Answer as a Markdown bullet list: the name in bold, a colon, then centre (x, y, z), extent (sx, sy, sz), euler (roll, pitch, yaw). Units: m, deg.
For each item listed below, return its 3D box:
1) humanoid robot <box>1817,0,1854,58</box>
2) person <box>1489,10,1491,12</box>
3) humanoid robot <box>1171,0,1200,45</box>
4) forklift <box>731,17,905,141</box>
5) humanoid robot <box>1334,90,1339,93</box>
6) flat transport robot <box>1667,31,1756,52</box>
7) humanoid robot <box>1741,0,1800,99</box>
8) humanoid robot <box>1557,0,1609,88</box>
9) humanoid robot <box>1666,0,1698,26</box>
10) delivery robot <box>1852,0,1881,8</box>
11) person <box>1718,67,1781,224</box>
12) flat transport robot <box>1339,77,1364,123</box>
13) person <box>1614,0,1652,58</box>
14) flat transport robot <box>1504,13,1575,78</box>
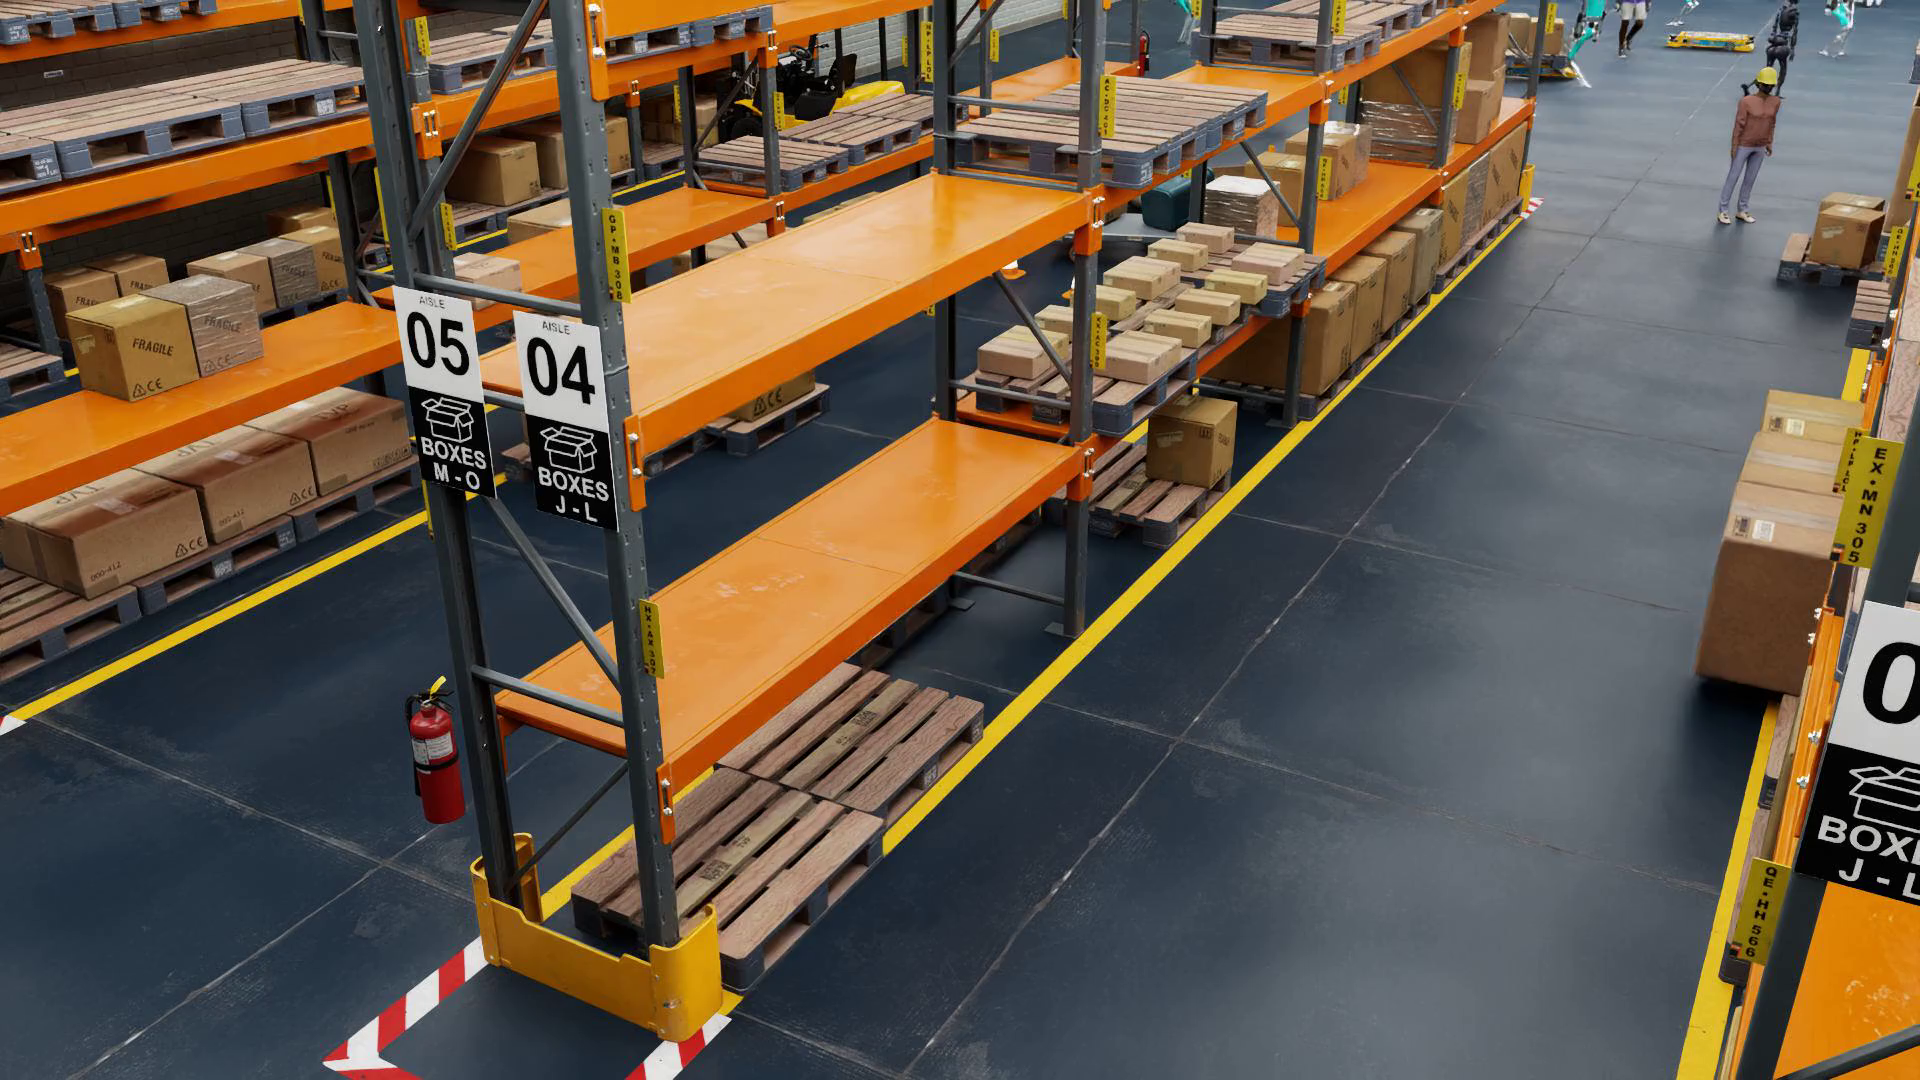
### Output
- **humanoid robot**: centre (15.445, -9.258, 28.920), extent (0.578, 1.777, 0.915), euler (-6, 26, -12)
- **person**: centre (9.711, -10.018, 30.273), extent (0.404, 1.907, 0.609), euler (8, 27, 17)
- **humanoid robot**: centre (4.139, -9.876, 30.187), extent (0.722, 1.787, 0.541), euler (-19, 32, -35)
- **forklift**: centre (-1.819, -5.975, 21.543), extent (2.313, 2.155, 1.214), euler (14, 29, 26)
- **humanoid robot**: centre (5.998, -7.812, 25.952), extent (0.609, 1.652, 0.330), euler (11, 28, 22)
- **flat transport robot**: centre (13.599, -9.026, 30.097), extent (1.431, 0.231, 0.659), euler (11, 28, 21)
- **humanoid robot**: centre (12.531, -7.618, 25.580), extent (0.680, 1.626, 0.603), euler (-4, 26, -8)
- **humanoid robot**: centre (9.927, -8.199, 26.766), extent (0.531, 1.773, 1.022), euler (-11, 28, -22)
- **humanoid robot**: centre (13.791, -10.611, 31.543), extent (0.533, 1.677, 0.735), euler (-15, 30, -29)
- **delivery robot**: centre (18.994, -11.482, 34.836), extent (0.744, 0.564, 0.499), euler (-16, 30, -29)
- **person**: centre (9.025, -4.485, 18.935), extent (0.528, 1.767, 0.327), euler (-5, 26, -10)
- **flat transport robot**: centre (6.136, -5.866, 23.532), extent (1.431, 0.231, 0.659), euler (0, 26, 0)
- **person**: centre (11.716, -9.397, 28.932), extent (0.634, 1.942, 0.502), euler (3, 26, 7)
- **flat transport robot**: centre (9.408, -7.842, 27.638), extent (1.431, 0.231, 0.659), euler (2, 26, 5)
